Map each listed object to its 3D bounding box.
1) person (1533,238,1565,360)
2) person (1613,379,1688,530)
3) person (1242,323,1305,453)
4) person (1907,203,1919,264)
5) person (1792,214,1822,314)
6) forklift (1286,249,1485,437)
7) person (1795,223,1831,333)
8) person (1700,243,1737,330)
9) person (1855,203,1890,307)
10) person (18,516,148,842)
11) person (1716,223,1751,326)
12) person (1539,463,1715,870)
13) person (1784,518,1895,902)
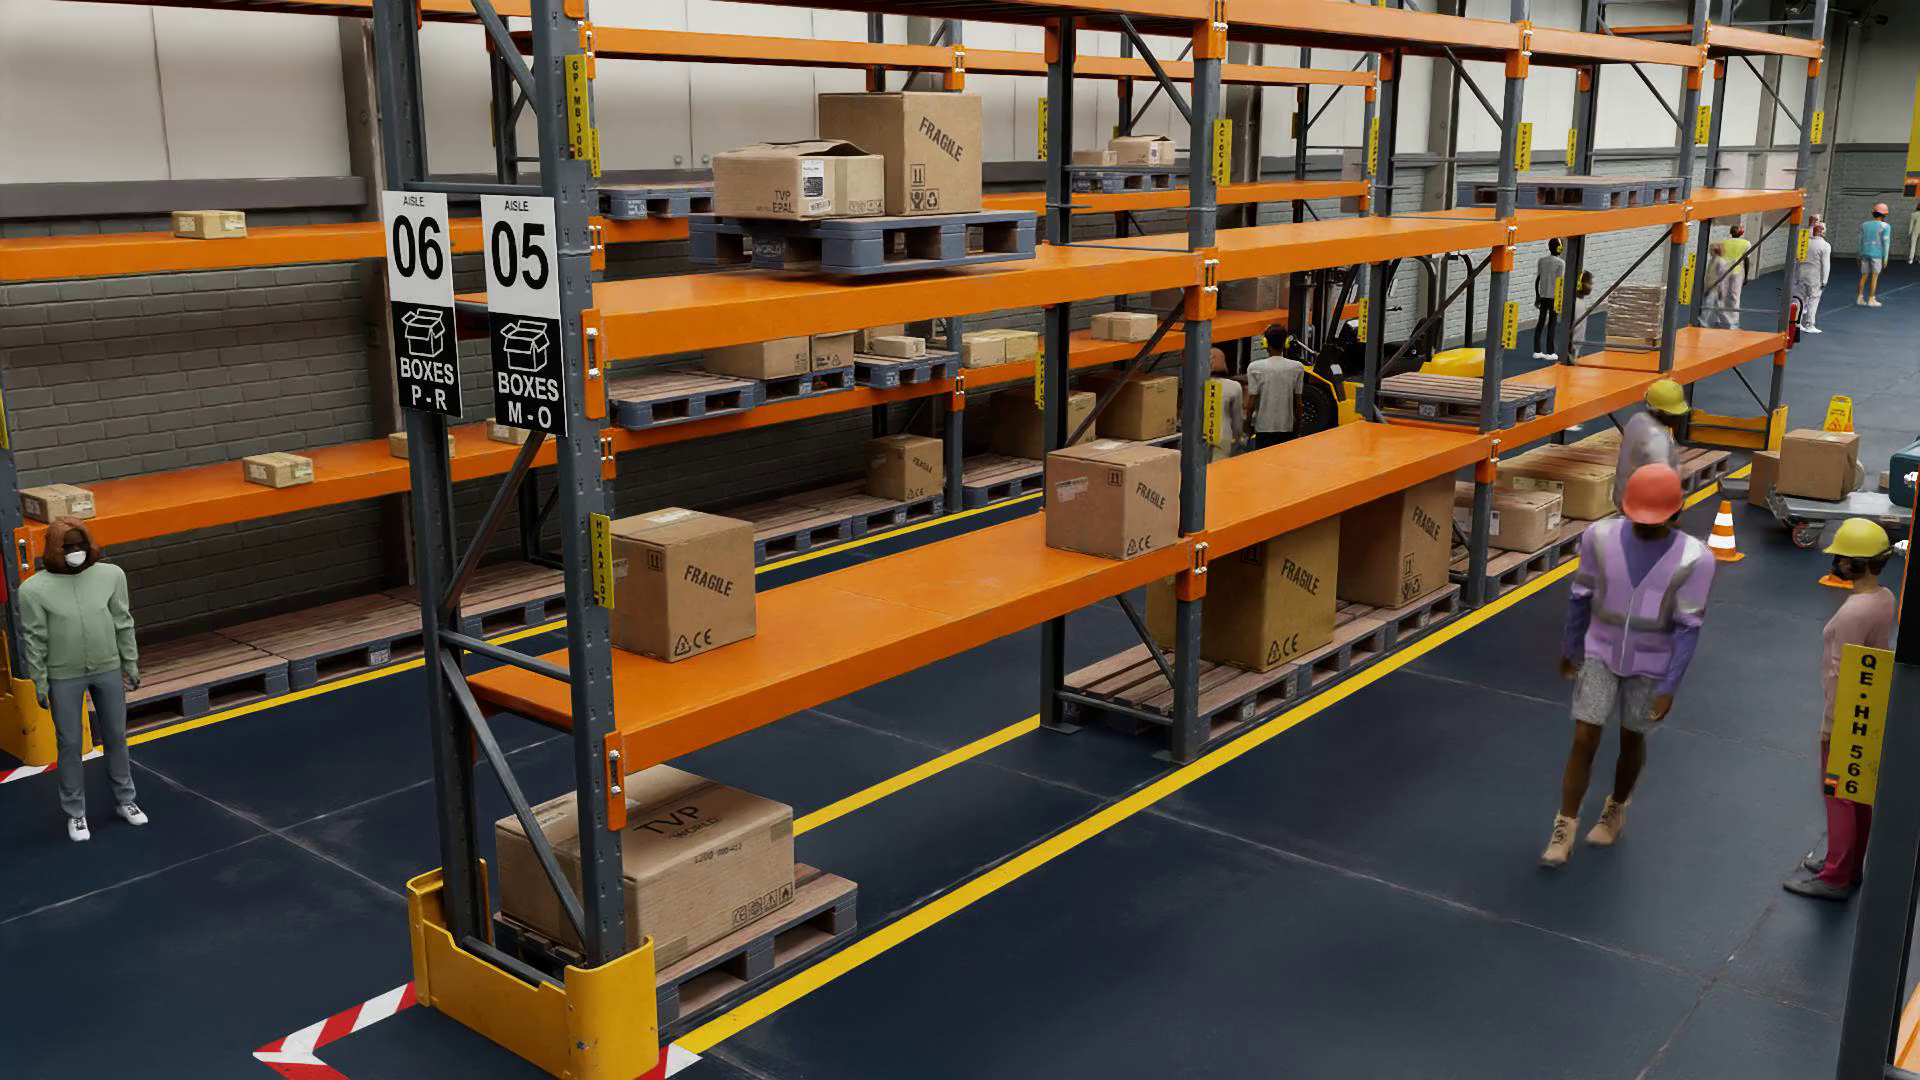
[{"bbox_3d":[9.040,-3.699,25.486,0.309,1.868,0.535,-9,16,-32],"label":"person"},{"bbox_3d":[4.808,-0.267,11.687,0.410,1.789,0.618,1,14,4],"label":"person"},{"bbox_3d":[2.662,-0.915,14.160,0.512,1.865,0.329,-1,14,-2],"label":"person"},{"bbox_3d":[25.386,-8.135,44.030,0.498,1.633,0.285,5,15,21],"label":"person"},{"bbox_3d":[16.299,-5.295,31.932,0.399,1.900,0.645,-4,14,-15],"label":"person"},{"bbox_3d":[4.886,-2.214,18.767,2.313,2.155,1.214,11,18,38],"label":"forklift"},{"bbox_3d":[14.840,-4.555,28.921,0.399,1.900,0.636,-6,15,-22],"label":"person"},{"bbox_3d":[12.882,-4.244,28.275,0.795,1.612,0.529,1,14,5],"label":"person"},{"bbox_3d":[18.247,-5.684,33.211,0.396,2.040,0.616,-7,16,-28],"label":"person"},{"bbox_3d":[-4.310,0.670,8.199,0.493,1.625,0.280,-13,19,-42],"label":"person"},{"bbox_3d":[13.817,-4.744,29.784,0.565,1.846,0.389,11,18,38],"label":"person"},{"bbox_3d":[3.090,0.601,7.760,0.673,1.974,0.908,9,16,33],"label":"person"},{"bbox_3d":[4.002,0.767,7.528,0.339,1.764,0.526,13,19,42],"label":"person"}]
